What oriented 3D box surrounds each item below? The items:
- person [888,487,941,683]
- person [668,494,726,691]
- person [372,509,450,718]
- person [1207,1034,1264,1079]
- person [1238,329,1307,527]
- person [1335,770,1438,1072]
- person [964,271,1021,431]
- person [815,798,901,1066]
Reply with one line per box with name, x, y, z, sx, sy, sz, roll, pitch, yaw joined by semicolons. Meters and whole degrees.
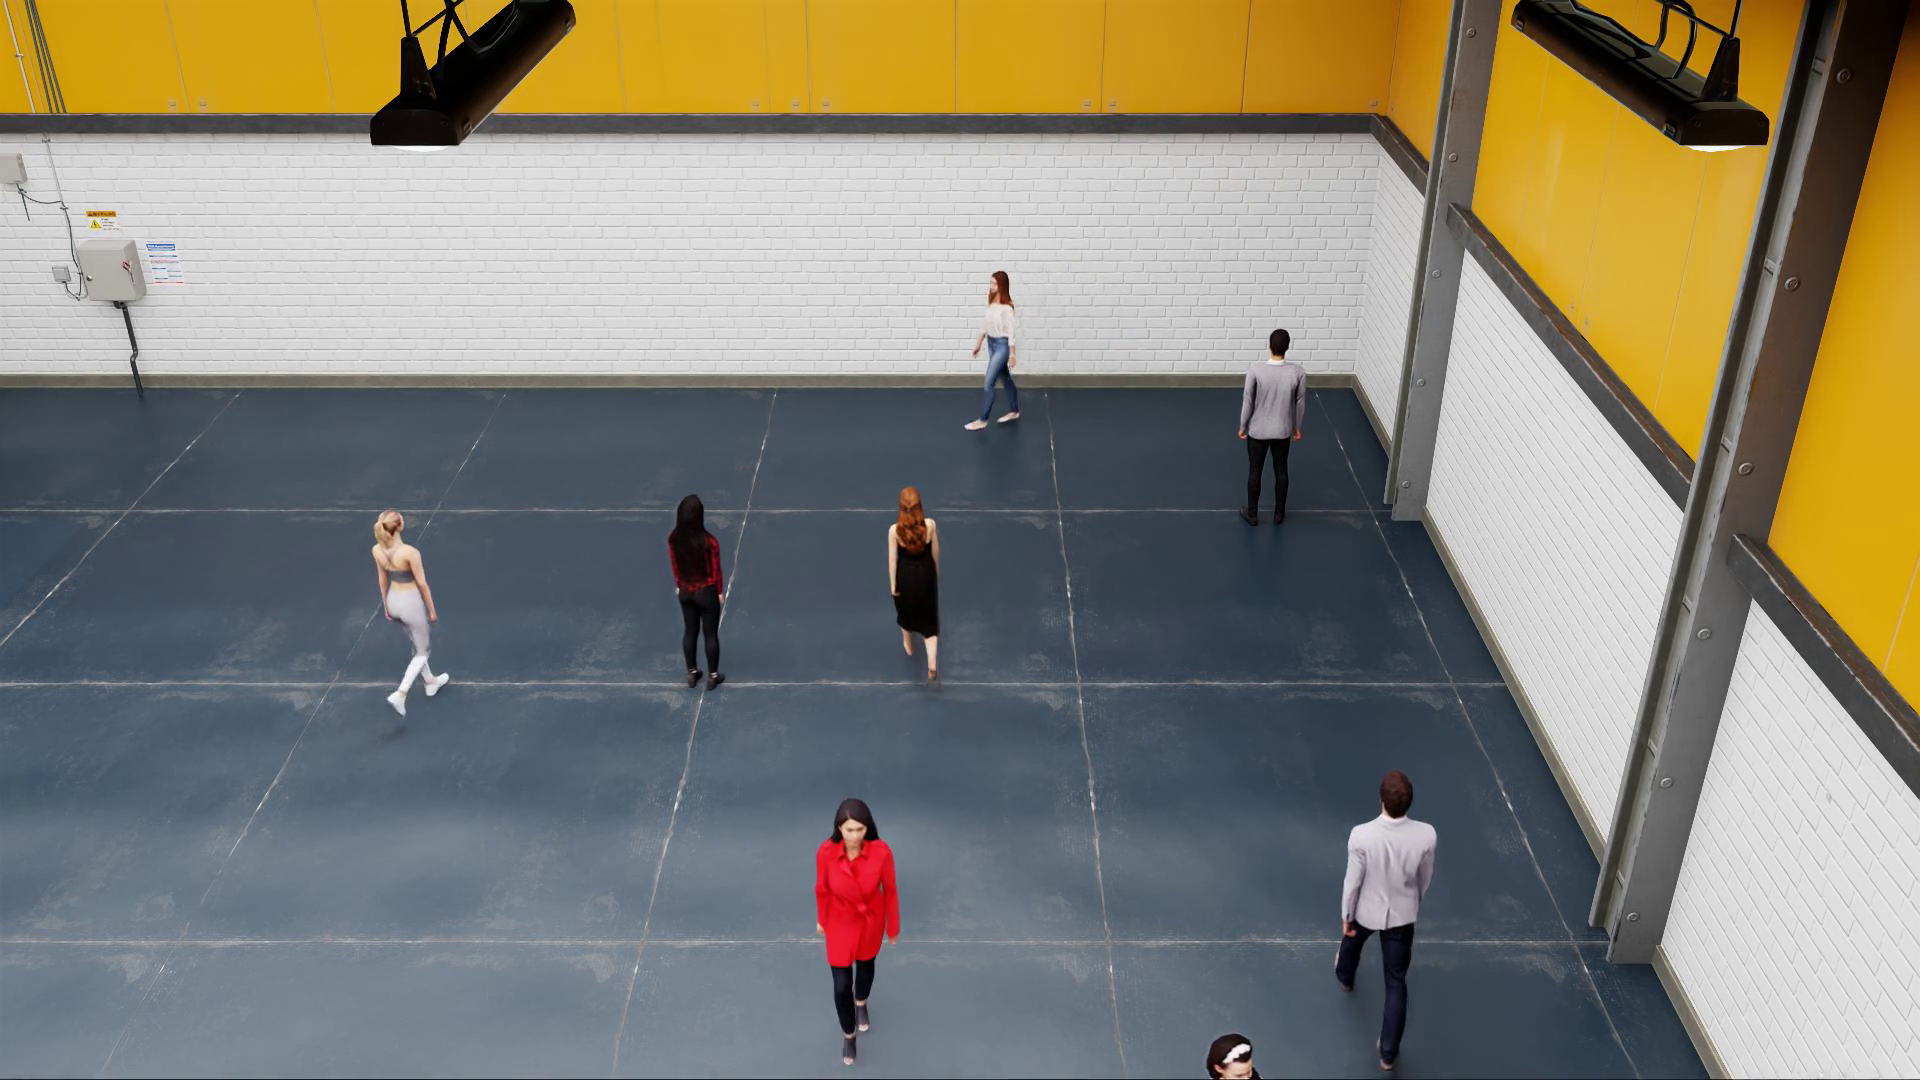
person;-0.334;0.360;13.133;0.695;1.602;1.035;-5;29;-9
person;-2.038;0.420;12.971;0.643;1.651;0.623;10;30;17
person;-4.242;0.572;12.656;0.779;1.686;1.058;8;30;15
person;1.241;3.061;7.958;0.859;1.816;0.914;-22;35;-34
person;2.867;-1.035;15.357;0.740;1.922;0.593;-1;29;-2
person;2.459;2.195;9.554;0.764;1.807;1.230;3;29;5
person;0.494;-1.998;17.351;0.890;1.702;0.963;-12;31;-20
person;-0.610;2.173;9.673;0.660;1.732;0.735;-3;29;-5
